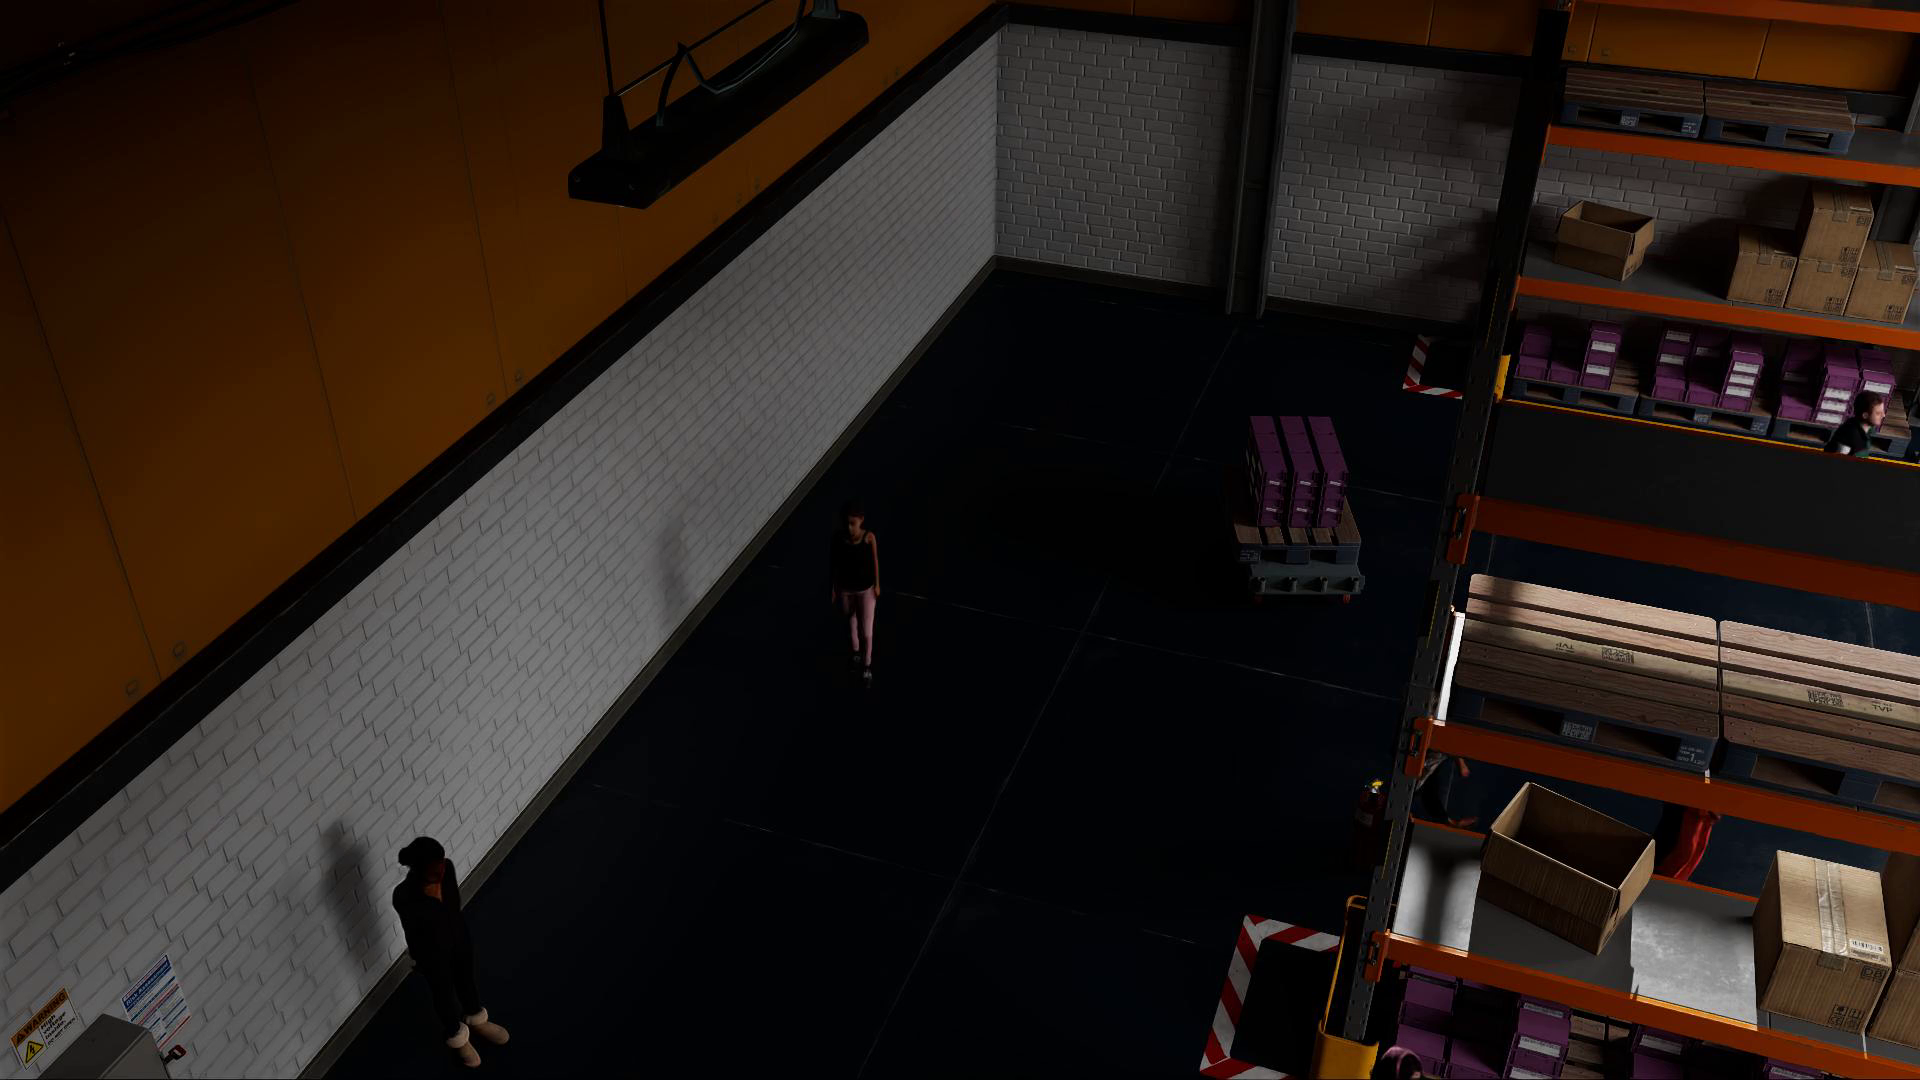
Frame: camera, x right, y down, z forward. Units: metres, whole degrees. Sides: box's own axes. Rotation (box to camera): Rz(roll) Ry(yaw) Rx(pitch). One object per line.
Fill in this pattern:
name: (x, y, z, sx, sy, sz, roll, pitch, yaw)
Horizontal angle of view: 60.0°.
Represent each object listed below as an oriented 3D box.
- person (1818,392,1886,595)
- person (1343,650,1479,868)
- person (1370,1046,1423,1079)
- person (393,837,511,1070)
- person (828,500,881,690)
person: (7.041, -0.425, 13.568, 0.703, 1.828, 0.700, 17, 37, 24)
person: (2.874, 1.478, 10.763, 1.278, 1.765, 1.081, -9, 35, -13)
person: (2.110, 3.136, 8.382, 0.763, 1.638, 0.772, -25, 41, -32)
person: (-2.995, 2.324, 9.585, 0.612, 1.659, 0.662, 12, 35, 17)
person: (-0.789, 0.332, 12.683, 0.702, 1.546, 0.675, 4, 34, 7)
